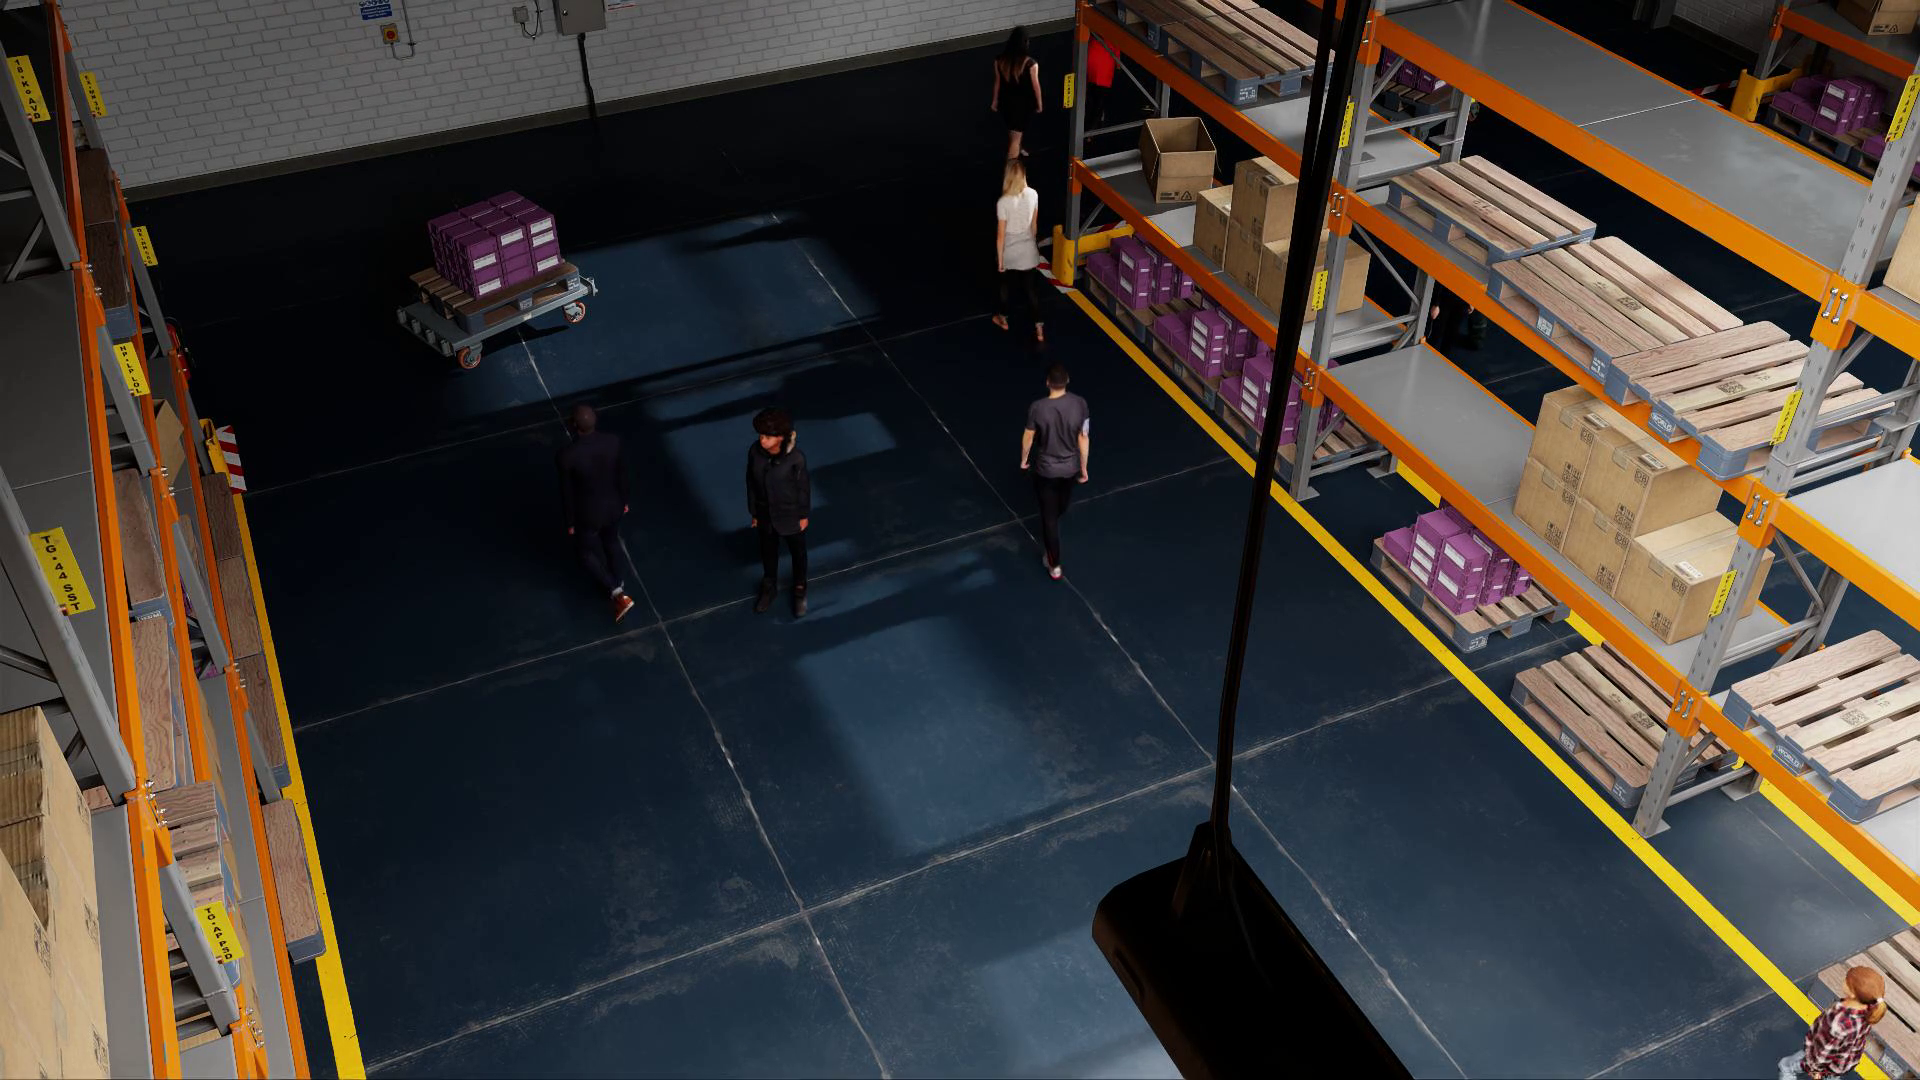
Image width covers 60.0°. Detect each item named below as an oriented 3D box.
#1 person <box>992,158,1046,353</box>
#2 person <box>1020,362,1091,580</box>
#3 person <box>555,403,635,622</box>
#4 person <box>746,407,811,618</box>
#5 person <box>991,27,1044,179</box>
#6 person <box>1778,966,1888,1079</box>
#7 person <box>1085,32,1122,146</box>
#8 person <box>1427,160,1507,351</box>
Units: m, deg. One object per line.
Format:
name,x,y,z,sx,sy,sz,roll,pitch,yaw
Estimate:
person,0.571,-2.547,15.032,0.631,1.797,1.110,-15,41,-18
person,0.736,-0.479,12.507,0.834,1.717,1.172,-6,39,-8
person,-2.589,-0.166,12.043,0.853,1.806,0.982,-29,47,-32
person,-1.315,-0.228,12.144,0.724,1.778,0.762,7,39,9
person,0.561,-4.526,17.612,1.102,1.671,1.106,18,42,21
person,4.671,2.753,8.802,0.543,1.290,0.641,-17,42,-20
person,1.544,-5.217,18.443,1.093,1.711,1.119,15,41,18
person,4.744,-2.535,15.002,0.994,1.816,0.869,28,46,30
